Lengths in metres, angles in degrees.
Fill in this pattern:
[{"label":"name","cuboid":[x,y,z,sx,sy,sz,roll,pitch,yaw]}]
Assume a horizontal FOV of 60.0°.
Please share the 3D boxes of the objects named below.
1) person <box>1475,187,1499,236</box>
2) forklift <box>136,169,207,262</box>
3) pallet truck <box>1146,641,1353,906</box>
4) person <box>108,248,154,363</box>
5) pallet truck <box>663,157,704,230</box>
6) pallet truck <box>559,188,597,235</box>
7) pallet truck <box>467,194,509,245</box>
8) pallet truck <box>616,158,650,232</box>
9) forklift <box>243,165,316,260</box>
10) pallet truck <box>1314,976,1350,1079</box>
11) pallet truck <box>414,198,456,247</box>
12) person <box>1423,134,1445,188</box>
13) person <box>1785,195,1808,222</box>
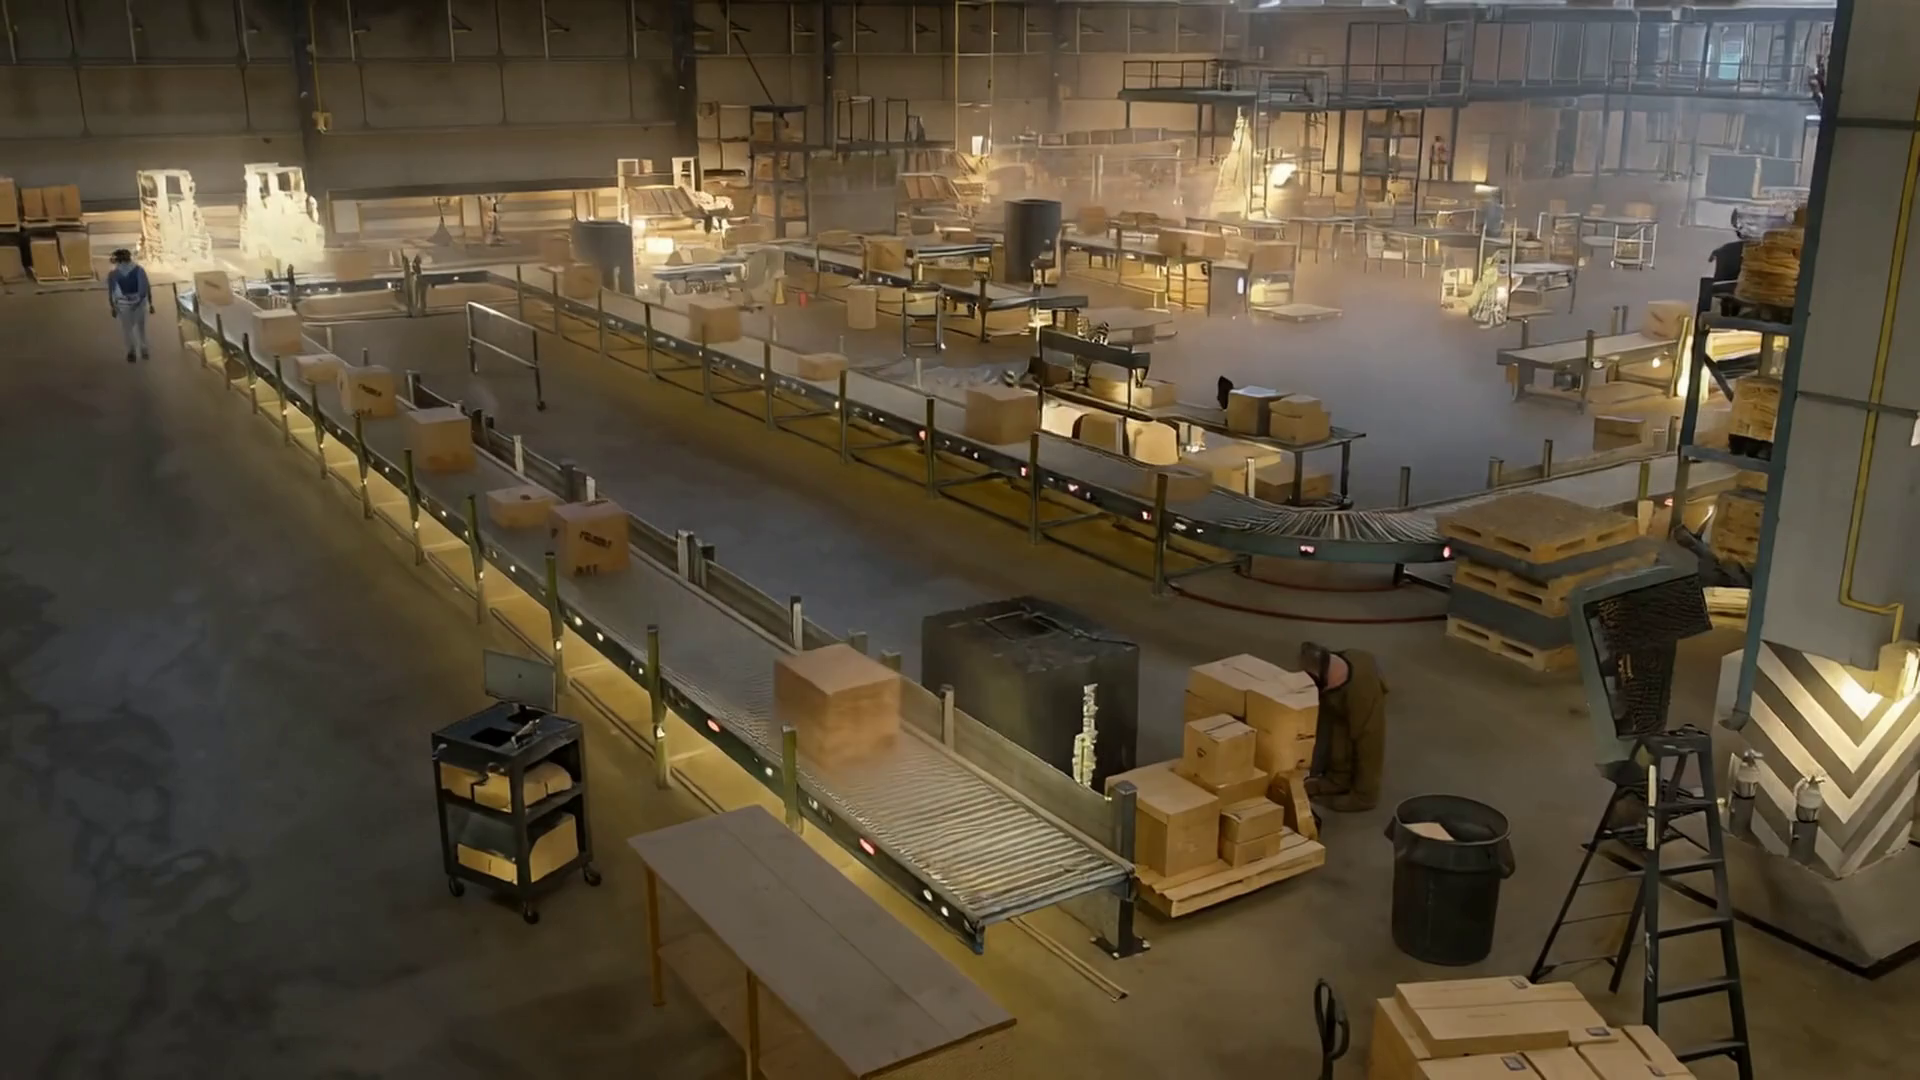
[{"label":"person","cuboid":[11.991,-7.154,37.923,0.528,1.768,0.313,13,21,38]},{"label":"forklift","cuboid":[-17.842,-7.318,37.559,1.157,1.987,2.680,-10,20,-31]},{"label":"pallet truck","cuboid":[1.664,1.407,10.232,1.630,1.274,0.653,-10,20,-31]},{"label":"person","cuboid":[-13.158,-3.723,26.442,0.621,1.802,0.720,-9,19,-27]},{"label":"pallet truck","cuboid":[-7.586,-9.308,44.692,0.823,1.965,1.885,-11,20,-33]},{"label":"pallet truck","cuboid":[-10.010,-8.652,43.699,0.653,1.274,1.630,-10,20,-31]},{"label":"pallet truck","cuboid":[-11.983,-8.177,42.137,0.704,1.261,1.522,-11,20,-33]},{"label":"pallet truck","cuboid":[-8.918,-9.176,44.255,0.823,1.965,1.885,-9,19,-27]},{"label":"forklift","cuboid":[-15.898,-7.669,38.708,1.157,1.987,2.680,-11,20,-33]},{"label":"pallet truck","cuboid":[2.299,2.390,7.086,1.601,1.201,0.680,-2,17,-7]},{"label":"pallet truck","cuboid":[-13.250,-8.060,41.856,0.680,1.201,1.601,-10,20,-31]},{"label":"person","cuboid":[16.572,-13.166,57.813,0.600,1.837,0.999,-7,18,-21]},{"label":"person","cuboid":[17.518,-6.332,35.050,0.521,1.843,0.557,-6,18,-18]}]
